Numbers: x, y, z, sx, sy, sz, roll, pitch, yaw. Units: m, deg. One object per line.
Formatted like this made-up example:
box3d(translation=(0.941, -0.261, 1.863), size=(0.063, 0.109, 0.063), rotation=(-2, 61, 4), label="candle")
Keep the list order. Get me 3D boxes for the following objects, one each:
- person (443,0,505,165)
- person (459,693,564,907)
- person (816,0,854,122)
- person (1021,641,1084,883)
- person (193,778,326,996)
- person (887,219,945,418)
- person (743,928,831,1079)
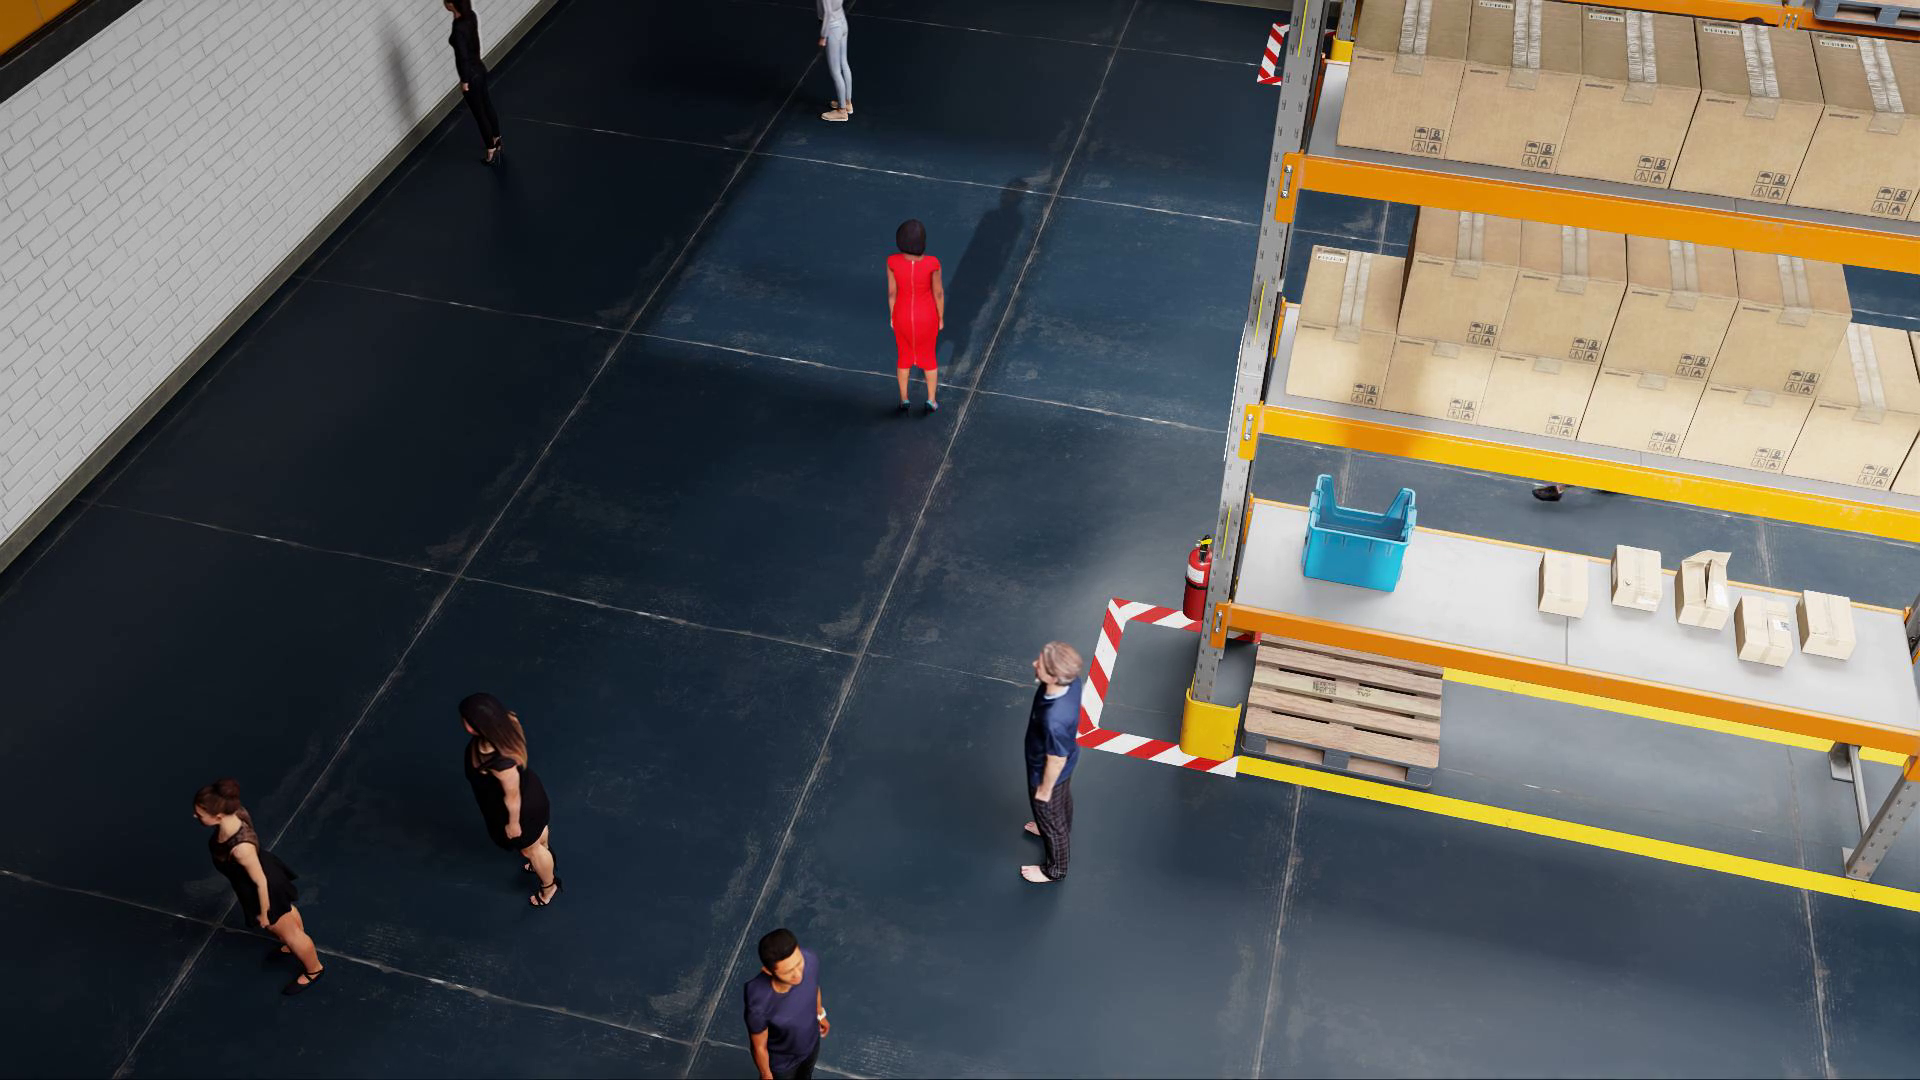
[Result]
box3d(translation=(-4.498, -4.286, 15.351), size=(0.529, 1.711, 0.612), rotation=(4, 44, 4), label="person")
box3d(translation=(-2.493, 1.451, 9.325), size=(0.775, 1.716, 0.764), rotation=(-10, 45, -11), label="person")
box3d(translation=(-1.212, -4.869, 15.901), size=(0.504, 1.795, 0.594), rotation=(13, 45, 13), label="person")
box3d(translation=(0.522, 1.249, 9.425), size=(0.563, 1.871, 0.682), rotation=(6, 44, 6), label="person")
box3d(translation=(-3.767, 1.849, 8.937), size=(0.740, 1.675, 0.673), rotation=(-24, 49, -23), label="person")
box3d(translation=(-0.337, -1.665, 12.575), size=(0.486, 1.744, 0.658), rotation=(4, 44, 4), label="person")
box3d(translation=(-0.848, 2.461, 8.209), size=(0.661, 1.793, 0.709), rotation=(27, 50, 25), label="person")
